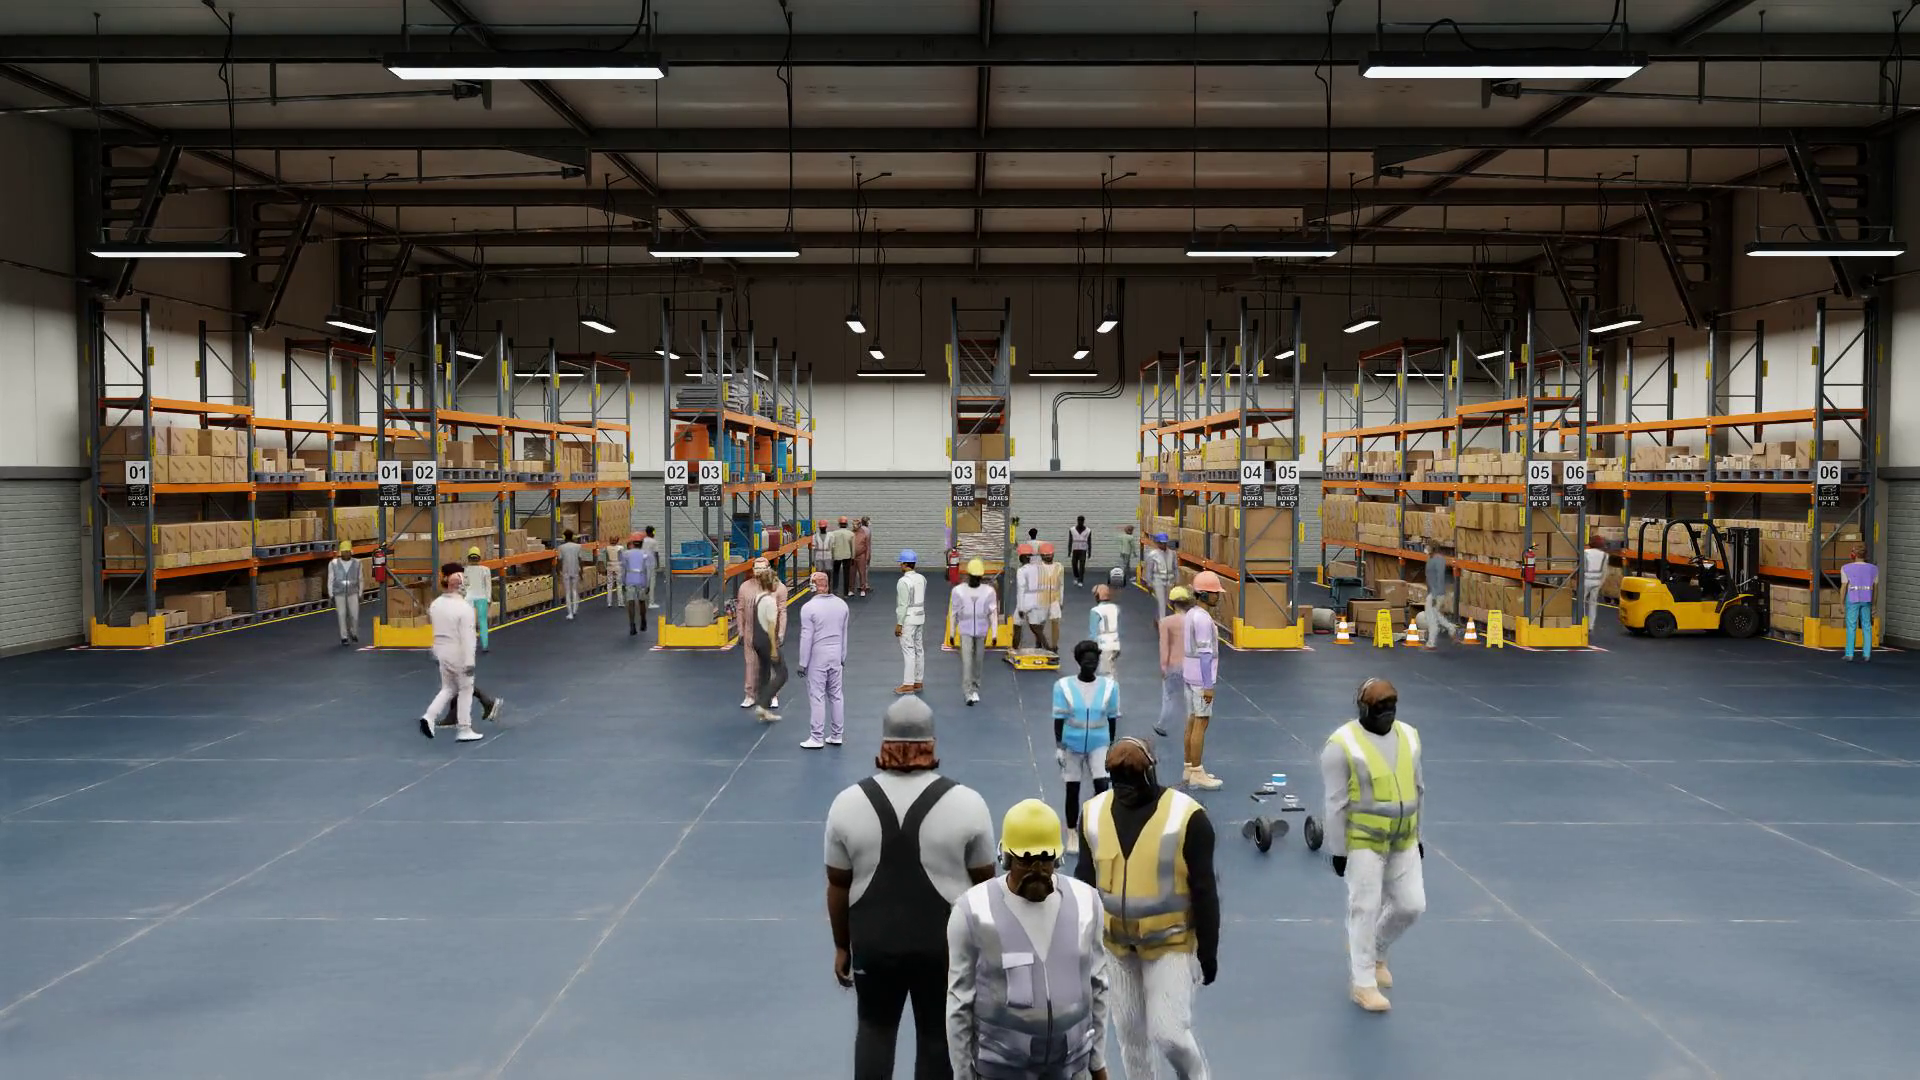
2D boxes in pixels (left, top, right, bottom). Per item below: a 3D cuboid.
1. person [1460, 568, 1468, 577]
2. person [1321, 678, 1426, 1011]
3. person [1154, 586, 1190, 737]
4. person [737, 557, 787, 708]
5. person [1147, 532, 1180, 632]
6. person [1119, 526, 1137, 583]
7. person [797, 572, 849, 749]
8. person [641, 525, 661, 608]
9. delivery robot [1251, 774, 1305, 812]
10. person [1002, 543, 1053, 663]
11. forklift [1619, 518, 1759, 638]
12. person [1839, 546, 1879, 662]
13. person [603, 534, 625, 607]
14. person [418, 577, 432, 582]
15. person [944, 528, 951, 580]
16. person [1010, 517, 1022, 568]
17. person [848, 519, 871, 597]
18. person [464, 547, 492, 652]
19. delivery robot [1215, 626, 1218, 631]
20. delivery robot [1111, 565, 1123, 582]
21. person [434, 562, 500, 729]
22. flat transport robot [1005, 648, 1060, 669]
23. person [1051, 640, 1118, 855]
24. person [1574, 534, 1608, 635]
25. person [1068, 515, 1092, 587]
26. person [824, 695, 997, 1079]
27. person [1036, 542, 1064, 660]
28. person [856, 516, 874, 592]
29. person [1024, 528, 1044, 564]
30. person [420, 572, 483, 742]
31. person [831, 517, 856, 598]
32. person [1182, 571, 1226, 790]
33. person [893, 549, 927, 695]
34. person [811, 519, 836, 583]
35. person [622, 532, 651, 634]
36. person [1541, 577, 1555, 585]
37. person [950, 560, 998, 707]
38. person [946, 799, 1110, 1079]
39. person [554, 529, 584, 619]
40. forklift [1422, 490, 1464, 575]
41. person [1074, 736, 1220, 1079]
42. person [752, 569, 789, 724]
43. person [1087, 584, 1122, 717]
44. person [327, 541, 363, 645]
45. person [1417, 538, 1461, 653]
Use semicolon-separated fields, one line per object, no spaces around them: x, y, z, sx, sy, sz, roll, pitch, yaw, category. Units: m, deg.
12.303;0.480;39.086;0.627;1.826;0.619;0;2;-6;person
2.317;1.672;8.976;0.647;1.824;0.442;-1;2;-21;person
2.430;1.371;17.876;0.539;1.708;0.935;-1;2;-15;person
-2.522;1.174;20.497;0.642;1.909;0.408;0;2;5;person
3.747;0.791;30.003;0.601;1.921;0.888;-1;2;-19;person
4.603;0.392;44.362;0.829;1.579;0.511;-1;3;-27;person
-1.505;1.296;17.484;0.636;1.905;0.406;-2;3;-45;person
-6.908;0.594;35.870;0.634;1.844;0.463;1;3;30;person
2.553;1.988;12.907;0.335;0.223;0.698;0;2;-7;delivery robot
1.072;0.989;25.306;0.886;1.912;0.555;2;3;42;person
13.417;0.684;29.791;2.313;2.155;1.214;0;2;0;forklift
14.242;1.009;25.564;0.561;1.836;0.380;0;2;5;person
-7.703;0.687;36.031;0.514;1.643;0.307;0;2;4;person
-11.000;0.645;33.567;0.585;1.927;0.366;0;2;3;person
-0.158;0.198;45.403;0.566;1.892;0.943;2;3;40;person
1.500;0.262;44.643;1.001;1.818;0.525;0;2;3;person
-2.501;0.430;39.298;0.642;1.905;0.401;1;2;15;person
-8.044;0.994;26.789;0.525;1.769;0.308;-1;2;-22;person
4.082;1.537;27.479;0.477;0.478;0.707;-1;2;-22;delivery robot
4.186;0.919;43.035;0.477;0.478;0.707;0;2;5;delivery robot
-5.771;1.221;18.787;0.688;1.951;0.603;0;2;-12;person
1.110;1.824;24.937;0.652;0.197;1.431;0;2;-6;flat transport robot
0.960;1.606;12.433;0.536;1.681;0.585;0;2;-2;person
11.661;0.825;29.913;0.610;1.851;0.806;0;2;1;person
3.199;0.286;42.934;0.620;1.900;0.479;0;2;6;person
-0.188;1.674;6.774;0.703;2.000;0.536;0;2;9;person
1.408;0.960;26.141;0.544;1.900;0.964;0;2;-9;person
-2.427;0.350;40.876;0.376;1.937;0.629;-1;3;-29;person
1.750;0.568;38.416;0.533;1.692;0.319;0;2;5;person
-5.592;1.292;17.791;0.658;1.887;0.604;1;3;32;person
-2.820;0.419;39.004;0.628;1.953;0.606;0;2;-7;person
2.315;1.314;15.287;0.393;2.041;0.614;0;2;-4;person
-0.679;1.101;21.820;0.388;1.949;0.602;1;3;27;person
-3.279;0.449;38.616;0.584;1.912;0.629;0;2;1;person
-6.053;0.798;30.253;0.547;1.884;0.996;0;2;-8;person
13.242;0.627;36.440;0.320;1.737;0.483;-1;3;-25;person
0.187;1.185;20.758;0.597;1.859;1.005;0;2;-6;person
0.248;1.806;5.652;0.593;1.824;0.403;-1;2;-15;person
-8.044;0.696;33.181;0.577;1.848;0.563;-1;3;-29;person
13.926;-0.371;47.846;1.873;2.768;1.129;0;2;0;forklift
0.806;1.754;7.017;0.656;1.823;0.448;1;3;33;person
-2.252;1.263;19.126;0.400;1.835;0.537;-1;3;-29;person
1.770;1.343;19.655;0.459;1.616;0.544;2;3;37;person
-10.637;0.922;27.953;0.597;1.812;0.600;-1;2;-24;person
8.002;0.918;26.935;0.668;1.920;0.635;0;2;5;person
